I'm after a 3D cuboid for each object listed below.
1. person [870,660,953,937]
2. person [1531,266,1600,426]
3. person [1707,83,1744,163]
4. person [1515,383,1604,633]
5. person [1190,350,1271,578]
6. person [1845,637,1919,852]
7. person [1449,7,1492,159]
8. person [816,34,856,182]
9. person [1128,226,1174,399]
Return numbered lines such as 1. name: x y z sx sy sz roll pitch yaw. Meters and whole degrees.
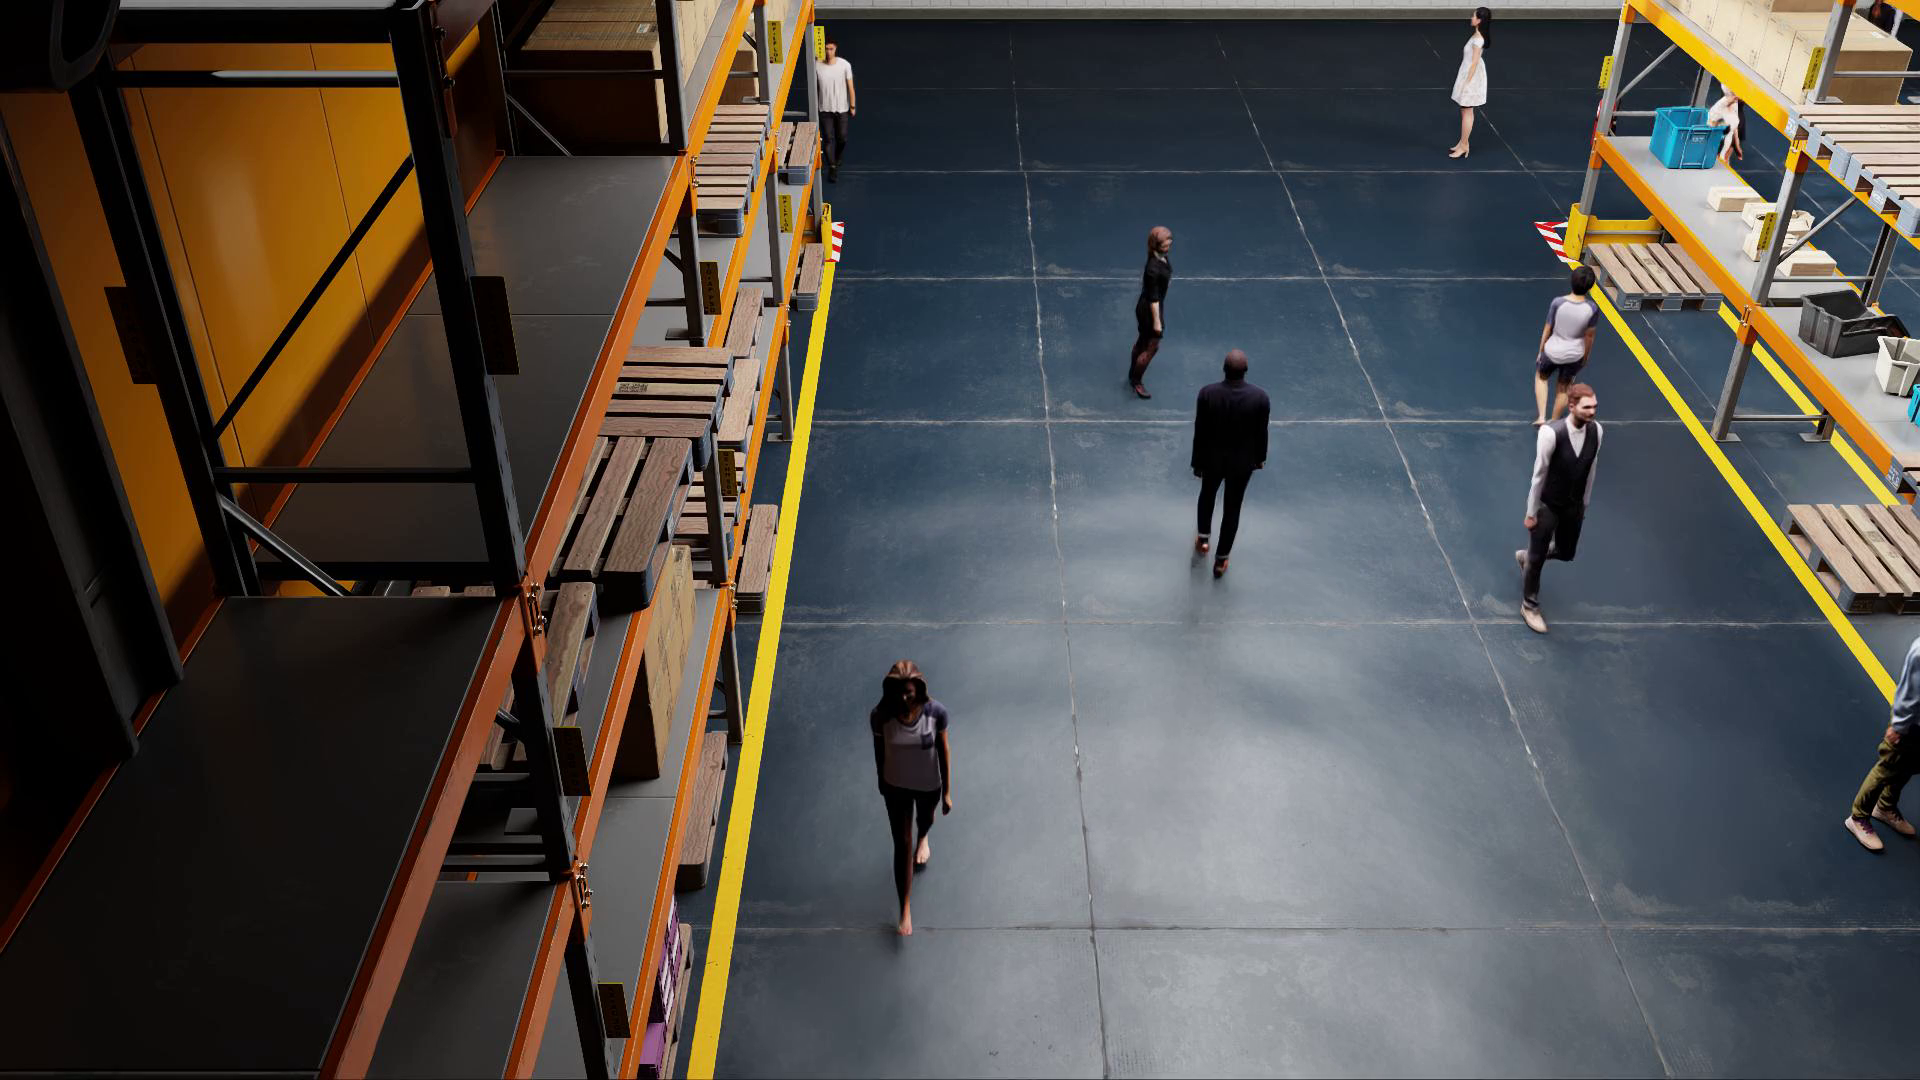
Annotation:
1. person: -0.255 1.348 9.590 0.642 1.679 1.084 -2 34 -3
2. person: 5.112 -1.569 14.093 0.652 1.551 0.668 10 35 14
3. person: 7.946 -4.133 17.796 0.976 1.722 0.944 19 38 27
4. person: 4.200 -0.305 11.854 0.775 1.925 0.944 -7 34 -10
5. person: 1.970 -0.526 12.298 0.793 1.803 0.830 10 35 14
6. person: 5.741 1.049 9.920 0.761 1.811 0.733 -15 36 -21
7. person: 6.040 -5.412 19.673 0.801 1.775 0.695 12 36 18
8. person: -1.458 -5.006 19.128 0.648 1.702 0.773 2 34 3
9. person: 1.652 -2.008 14.648 0.851 1.670 0.518 -4 34 -5
